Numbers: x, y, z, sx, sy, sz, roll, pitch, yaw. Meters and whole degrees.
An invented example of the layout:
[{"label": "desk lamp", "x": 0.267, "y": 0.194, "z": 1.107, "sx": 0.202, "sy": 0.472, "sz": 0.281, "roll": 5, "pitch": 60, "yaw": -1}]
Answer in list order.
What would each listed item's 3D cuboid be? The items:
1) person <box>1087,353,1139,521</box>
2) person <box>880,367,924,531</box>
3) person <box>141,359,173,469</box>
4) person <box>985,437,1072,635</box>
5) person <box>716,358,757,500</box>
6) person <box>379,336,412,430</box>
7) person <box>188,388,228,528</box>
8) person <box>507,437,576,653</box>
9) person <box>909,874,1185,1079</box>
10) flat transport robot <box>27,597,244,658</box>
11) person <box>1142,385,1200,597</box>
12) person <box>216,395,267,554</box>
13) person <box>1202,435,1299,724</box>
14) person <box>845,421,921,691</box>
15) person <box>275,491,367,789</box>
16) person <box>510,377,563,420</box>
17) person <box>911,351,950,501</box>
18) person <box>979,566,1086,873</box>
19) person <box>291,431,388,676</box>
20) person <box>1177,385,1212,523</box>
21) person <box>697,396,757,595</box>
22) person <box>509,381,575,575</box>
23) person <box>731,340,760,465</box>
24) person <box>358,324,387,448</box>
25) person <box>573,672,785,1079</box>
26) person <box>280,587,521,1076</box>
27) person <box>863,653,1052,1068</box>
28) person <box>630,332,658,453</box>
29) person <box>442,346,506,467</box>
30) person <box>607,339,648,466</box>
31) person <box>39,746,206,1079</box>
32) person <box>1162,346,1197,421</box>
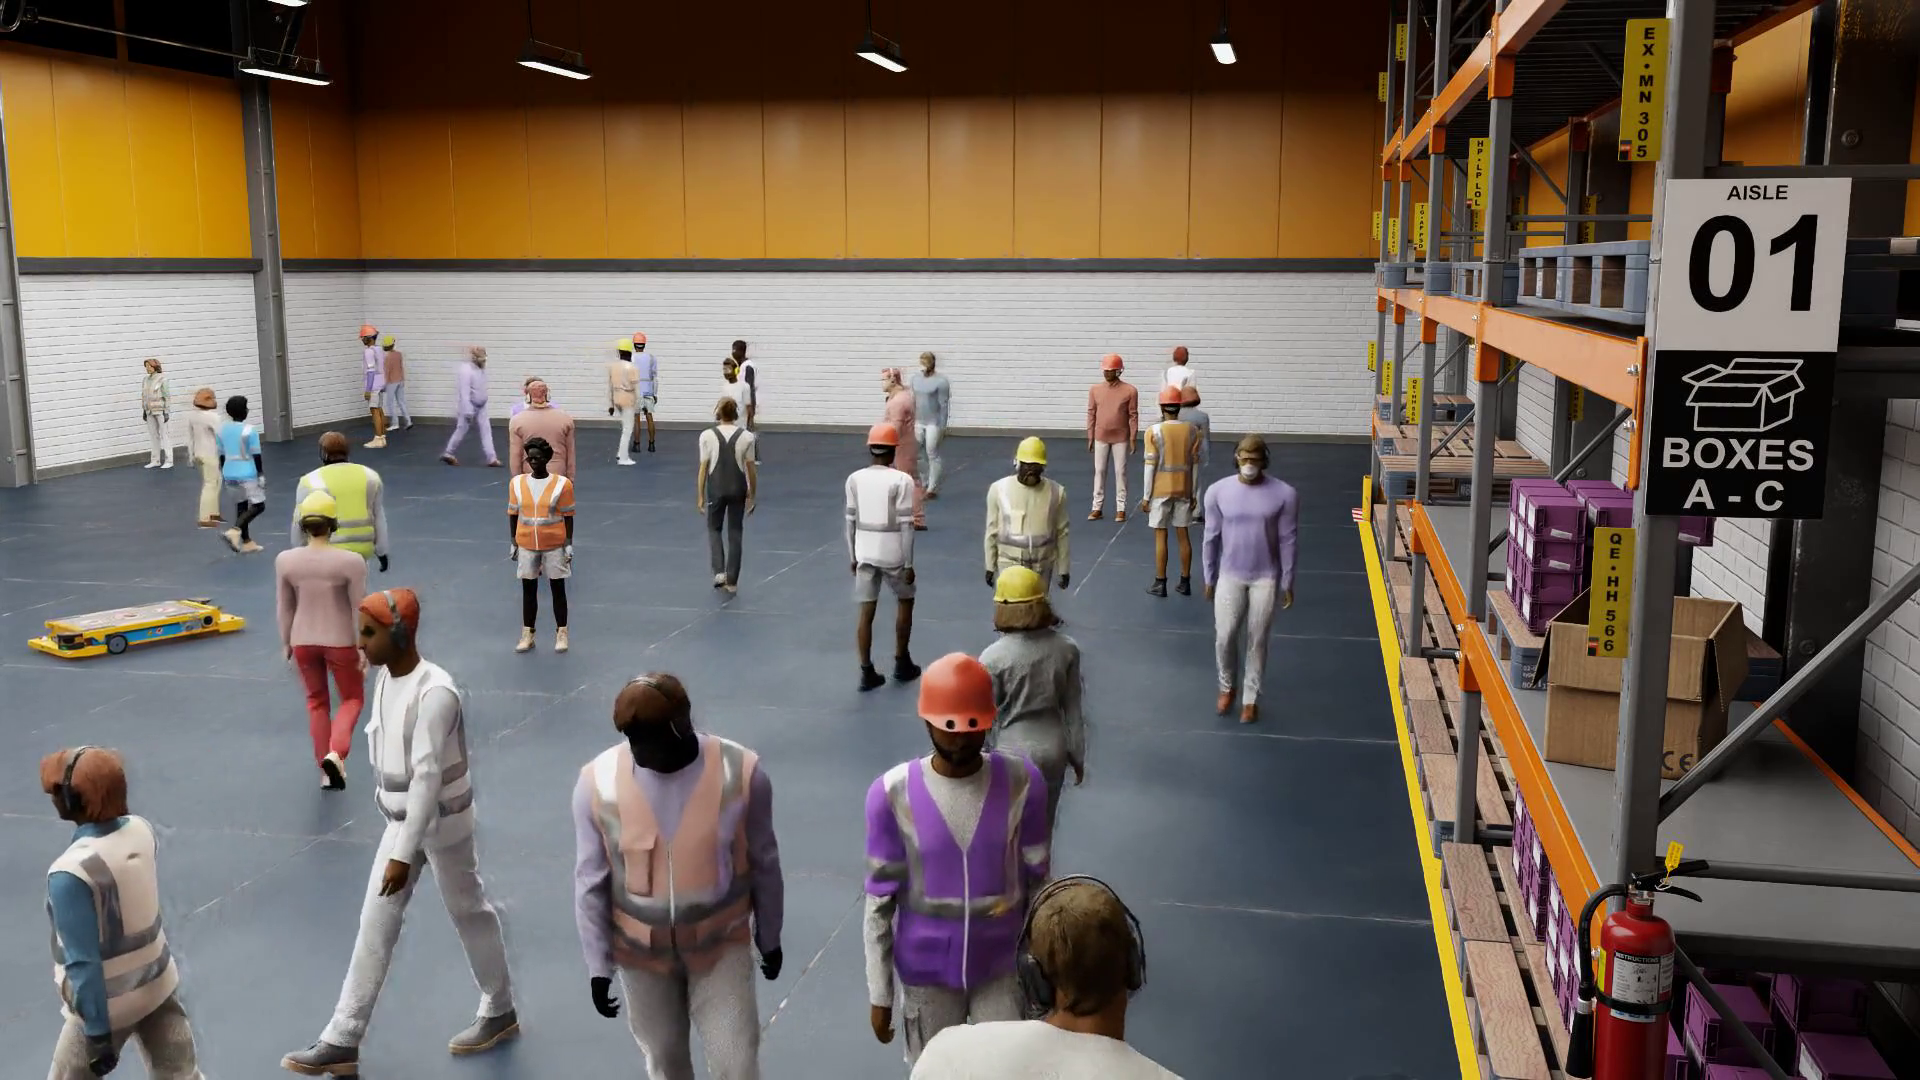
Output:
[{"label": "person", "x": 1.794, "y": -1.209, "z": 19.644, "sx": 0.613, "sy": 1.991, "sz": 0.392, "roll": 3, "pitch": 10, "yaw": 20}, {"label": "person", "x": -0.754, "y": -1.035, "z": 18.954, "sx": 0.763, "sy": 1.873, "sz": 0.721, "roll": 0, "pitch": 9, "yaw": 2}, {"label": "person", "x": -11.942, "y": -1.877, "z": 24.728, "sx": 0.515, "sy": 1.641, "sz": 0.308, "roll": 4, "pitch": 10, "yaw": 21}, {"label": "person", "x": 0.495, "y": 0.170, "z": 11.853, "sx": 0.617, "sy": 1.810, "sz": 0.552, "roll": -1, "pitch": 9, "yaw": -7}, {"label": "person", "x": -2.935, "y": -1.373, "z": 21.076, "sx": 0.569, "sy": 1.837, "sz": 0.816, "roll": 8, "pitch": 12, "yaw": 39}, {"label": "person", "x": -10.326, "y": -2.862, "z": 30.432, "sx": 0.408, "sy": 1.737, "sz": 0.582, "roll": 2, "pitch": 10, "yaw": 10}, {"label": "person", "x": -8.615, "y": -0.948, "z": 19.218, "sx": 0.507, "sy": 1.616, "sz": 0.576, "roll": 7, "pitch": 12, "yaw": 35}, {"label": "person", "x": -3.268, "y": 0.041, "z": 13.002, "sx": 0.533, "sy": 1.697, "sz": 0.319, "roll": 0, "pitch": 9, "yaw": 1}, {"label": "person", "x": 0.240, "y": 1.566, "z": 3.130, "sx": 0.698, "sy": 1.925, "sz": 0.479, "roll": 5, "pitch": 10, "yaw": 26}, {"label": "flat transport robot", "x": -6.610, "y": 0.691, "z": 13.372, "sx": 0.652, "sy": 0.197, "sz": 1.431, "roll": 7, "pitch": 12, "yaw": 37}, {"label": "person", "x": 1.914, "y": -0.447, "z": 15.221, "sx": 0.550, "sy": 1.933, "sz": 0.373, "roll": -3, "pitch": 10, "yaw": -16}, {"label": "person", "x": -7.473, "y": -0.660, "z": 17.233, "sx": 0.546, "sy": 1.685, "sz": 0.542, "roll": 4, "pitch": 10, "yaw": 22}, {"label": "person", "x": 1.912, "y": 0.265, "z": 10.992, "sx": 0.628, "sy": 1.926, "sz": 0.432, "roll": 2, "pitch": 10, "yaw": 11}, {"label": "person", "x": -0.535, "y": 0.100, "z": 11.995, "sx": 0.573, "sy": 1.906, "sz": 0.746, "roll": 4, "pitch": 10, "yaw": 24}, {"label": "person", "x": -3.635, "y": 0.598, "z": 9.483, "sx": 0.528, "sy": 1.753, "sz": 0.504, "roll": 0, "pitch": 9, "yaw": -3}, {"label": "person", "x": -4.556, "y": -0.853, "z": 17.996, "sx": 0.576, "sy": 1.826, "sz": 0.509, "roll": -3, "pitch": 10, "yaw": -16}, {"label": "person", "x": -0.417, "y": -1.461, "z": 21.346, "sx": 0.652, "sy": 1.928, "sz": 0.434, "roll": 8, "pitch": 12, "yaw": 41}, {"label": "person", "x": 0.266, "y": 0.954, "z": 7.432, "sx": 0.497, "sy": 1.706, "sz": 0.761, "roll": -4, "pitch": 10, "yaw": -23}, {"label": "person", "x": -4.675, "y": 0.084, "z": 12.441, "sx": 0.657, "sy": 1.791, "sz": 0.941, "roll": -9, "pitch": 13, "yaw": -44}, {"label": "person", "x": 2.659, "y": -0.990, "z": 19.417, "sx": 0.559, "sy": 1.625, "sz": 0.403, "roll": 4, "pitch": 10, "yaw": 21}, {"label": "person", "x": -2.145, "y": -0.414, "z": 15.331, "sx": 0.552, "sy": 1.827, "sz": 0.493, "roll": -2, "pitch": 10, "yaw": -9}, {"label": "person", "x": -4.084, "y": -0.603, "z": 16.273, "sx": 0.644, "sy": 1.902, "sz": 0.400, "roll": -5, "pitch": 11, "yaw": -27}, {"label": "person", "x": -3.328, "y": -2.041, "z": 24.955, "sx": 0.693, "sy": 1.892, "sz": 0.621, "roll": -4, "pitch": 10, "yaw": -23}, {"label": "person", "x": -9.712, "y": -2.537, "z": 27.493, "sx": 0.371, "sy": 2.044, "sz": 0.608, "roll": -1, "pitch": 9, "yaw": -4}, {"label": "person", "x": -0.869, "y": 1.298, "z": 5.172, "sx": 0.647, "sy": 1.790, "sz": 0.829, "roll": -1, "pitch": 9, "yaw": -4}, {"label": "person", "x": -2.092, "y": 1.102, "z": 6.187, "sx": 0.596, "sy": 1.836, "sz": 0.974, "roll": 9, "pitch": 13, "yaw": 43}, {"label": "person", "x": 0.004, "y": 1.271, "z": 4.906, "sx": 0.579, "sy": 1.921, "sz": 0.452, "roll": -1, "pitch": 9, "yaw": -6}, {"label": "person", "x": -5.158, "y": -2.379, "z": 26.858, "sx": 0.553, "sy": 1.935, "sz": 0.361, "roll": -5, "pitch": 11, "yaw": -27}, {"label": "person", "x": -7.349, "y": -1.992, "z": 24.888, "sx": 1.045, "sy": 1.832, "sz": 0.649, "roll": 4, "pitch": 10, "yaw": 21}, {"label": "person", "x": -5.001, "y": -2.072, "z": 25.083, "sx": 0.600, "sy": 1.909, "sz": 0.504, "roll": 9, "pitch": 13, "yaw": 42}, {"label": "person", "x": -2.626, "y": 1.406, "z": 5.103, "sx": 0.864, "sy": 1.590, "sz": 0.537, "roll": 1, "pitch": 9, "yaw": 4}, {"label": "person", "x": 3.126, "y": -1.836, "z": 23.780, "sx": 0.597, "sy": 1.870, "sz": 0.481, "roll": 8, "pitch": 13, "yaw": 42}]
